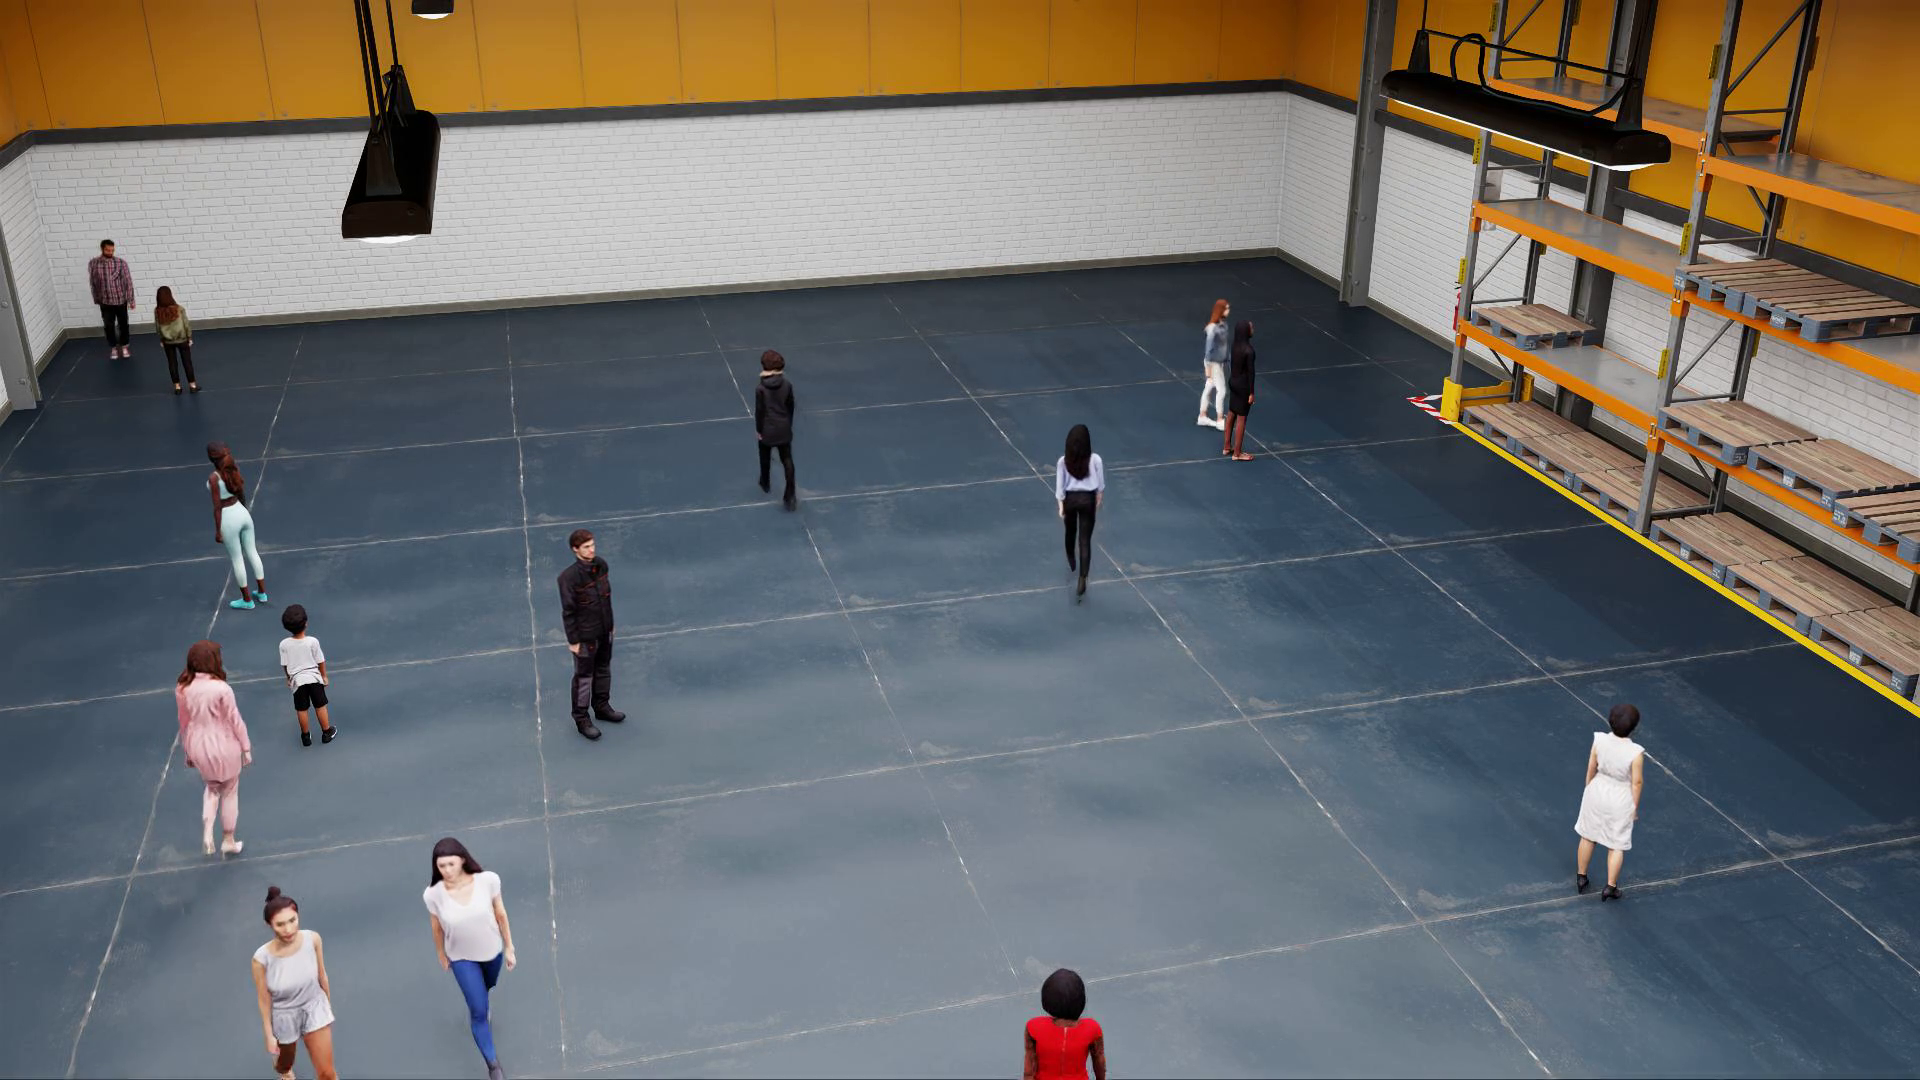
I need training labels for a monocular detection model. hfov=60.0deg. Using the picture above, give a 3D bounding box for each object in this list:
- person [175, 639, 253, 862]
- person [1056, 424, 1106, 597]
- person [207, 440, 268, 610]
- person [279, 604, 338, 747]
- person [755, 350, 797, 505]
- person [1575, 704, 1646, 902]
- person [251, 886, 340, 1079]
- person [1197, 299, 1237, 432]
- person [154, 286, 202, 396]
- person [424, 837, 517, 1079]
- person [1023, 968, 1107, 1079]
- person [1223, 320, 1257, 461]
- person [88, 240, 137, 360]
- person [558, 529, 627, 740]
[{"bbox_3d":[-5.476,1.604,12.139,0.733,1.783,0.770,0,24,-1],"label":"person"},{"bbox_3d":[1.199,-0.267,16.526,0.921,1.697,1.270,1,24,3],"label":"person"},{"bbox_3d":[-7.091,-0.156,16.241,0.713,1.723,0.635,10,25,21],"label":"person"},{"bbox_3d":[-5.465,1.129,13.880,0.481,1.259,0.470,-6,24,-14],"label":"person"},{"bbox_3d":[-2.034,-1.219,18.649,0.727,1.741,1.136,-9,25,-21],"label":"person"},{"bbox_3d":[4.633,1.858,11.843,0.610,1.556,0.702,20,31,38],"label":"person"},{"bbox_3d":[-3.917,2.759,9.751,0.835,1.580,1.098,-17,29,-34],"label":"person"},{"bbox_3d":[3.147,-2.232,21.035,0.940,1.687,0.882,13,27,27],"label":"person"},{"bbox_3d":[-10.540,-2.685,22.335,0.579,1.475,0.507,-5,24,-12],"label":"person"},{"bbox_3d":[-2.993,2.514,10.241,0.787,1.637,1.208,-13,27,-27],"label":"person"},{"bbox_3d":[0.534,3.099,8.817,0.864,1.705,1.152,3,24,8],"label":"person"},{"bbox_3d":[3.392,-1.826,20.064,0.687,1.720,0.455,-8,25,-19],"label":"person"},{"bbox_3d":[-12.126,-3.444,23.760,0.753,1.726,0.696,-5,24,-10],"label":"person"},{"bbox_3d":[-3.117,0.757,14.007,0.846,1.838,0.772,12,26,25],"label":"person"}]
